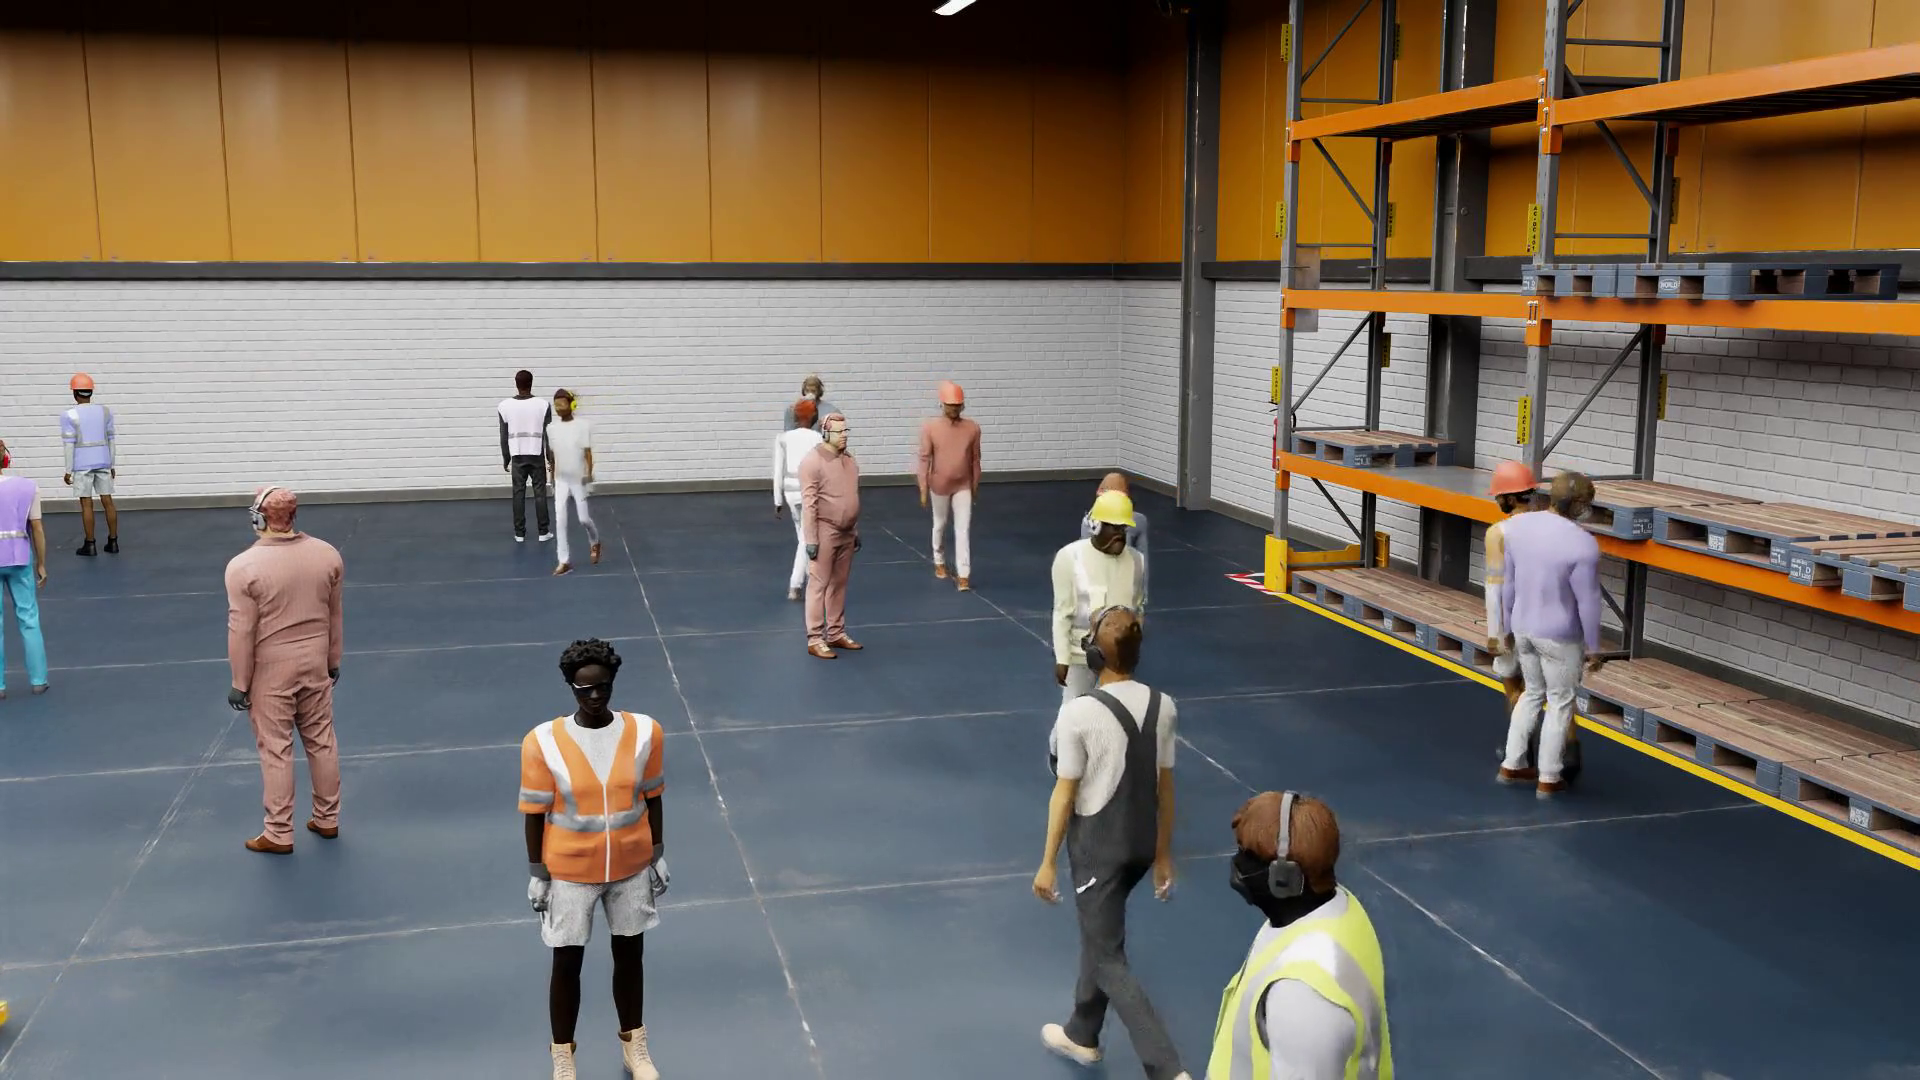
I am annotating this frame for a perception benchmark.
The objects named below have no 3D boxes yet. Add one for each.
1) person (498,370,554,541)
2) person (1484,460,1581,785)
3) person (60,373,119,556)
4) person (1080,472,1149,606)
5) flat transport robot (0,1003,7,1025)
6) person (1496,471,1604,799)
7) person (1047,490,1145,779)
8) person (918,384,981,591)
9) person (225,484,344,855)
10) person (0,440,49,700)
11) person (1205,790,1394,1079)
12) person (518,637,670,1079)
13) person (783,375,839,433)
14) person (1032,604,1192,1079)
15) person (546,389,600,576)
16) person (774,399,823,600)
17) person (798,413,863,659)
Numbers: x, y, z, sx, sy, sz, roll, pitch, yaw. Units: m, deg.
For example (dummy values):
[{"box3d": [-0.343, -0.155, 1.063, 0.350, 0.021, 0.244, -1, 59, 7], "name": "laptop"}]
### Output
[{"box3d": [-4.819, -0.934, 18.533, 0.593, 1.919, 0.391, -1, 9, -7], "name": "person"}, {"box3d": [3.426, 0.491, 9.752, 0.660, 1.886, 0.788, -4, 10, -23], "name": "person"}, {"box3d": [-9.222, -0.797, 17.614, 0.370, 1.939, 0.543, 7, 12, 38], "name": "person"}, {"box3d": [1.091, 0.322, 11.718, 0.509, 1.592, 0.869, -3, 10, -17], "name": "person"}, {"box3d": [-4.209, 1.909, 5.913, 0.652, 0.197, 1.431, 2, 9, 11], "name": "flat transport robot"}, {"box3d": [3.353, 0.544, 9.394, 0.475, 1.898, 0.684, -5, 10, -28], "name": "person"}, {"box3d": [0.746, 0.597, 9.354, 0.595, 1.801, 0.775, -3, 10, -20], "name": "person"}, {"box3d": [-0.101, -0.529, 15.959, 0.628, 1.948, 1.047, -2, 9, -10], "name": "person"}, {"box3d": [-3.495, 0.661, 8.602, 0.410, 1.913, 0.643, 6, 11, 33], "name": "person"}, {"box3d": [-6.716, 0.205, 11.656, 0.563, 1.844, 0.394, -6, 11, -35], "name": "person"}, {"box3d": [0.826, 1.469, 3.848, 0.526, 1.828, 0.629, 2, 9, 13], "name": "person"}, {"box3d": [-1.308, 1.183, 6.008, 0.540, 1.696, 0.315, -4, 10, -26], "name": "person"}, {"box3d": [-1.590, -0.853, 18.110, 0.639, 1.904, 0.976, 2, 9, 14], "name": "person"}, {"box3d": [0.589, 1.134, 5.956, 0.517, 1.816, 0.890, -7, 12, -38], "name": "person"}, {"box3d": [-3.876, -0.604, 16.686, 0.522, 1.849, 0.782, 1, 9, 8], "name": "person"}, {"box3d": [-1.416, -0.385, 15.375, 0.594, 1.835, 0.985, 3, 10, 19], "name": "person"}, {"box3d": [-0.981, -0.044, 13.015, 0.399, 1.909, 0.642, 6, 11, 32], "name": "person"}]
